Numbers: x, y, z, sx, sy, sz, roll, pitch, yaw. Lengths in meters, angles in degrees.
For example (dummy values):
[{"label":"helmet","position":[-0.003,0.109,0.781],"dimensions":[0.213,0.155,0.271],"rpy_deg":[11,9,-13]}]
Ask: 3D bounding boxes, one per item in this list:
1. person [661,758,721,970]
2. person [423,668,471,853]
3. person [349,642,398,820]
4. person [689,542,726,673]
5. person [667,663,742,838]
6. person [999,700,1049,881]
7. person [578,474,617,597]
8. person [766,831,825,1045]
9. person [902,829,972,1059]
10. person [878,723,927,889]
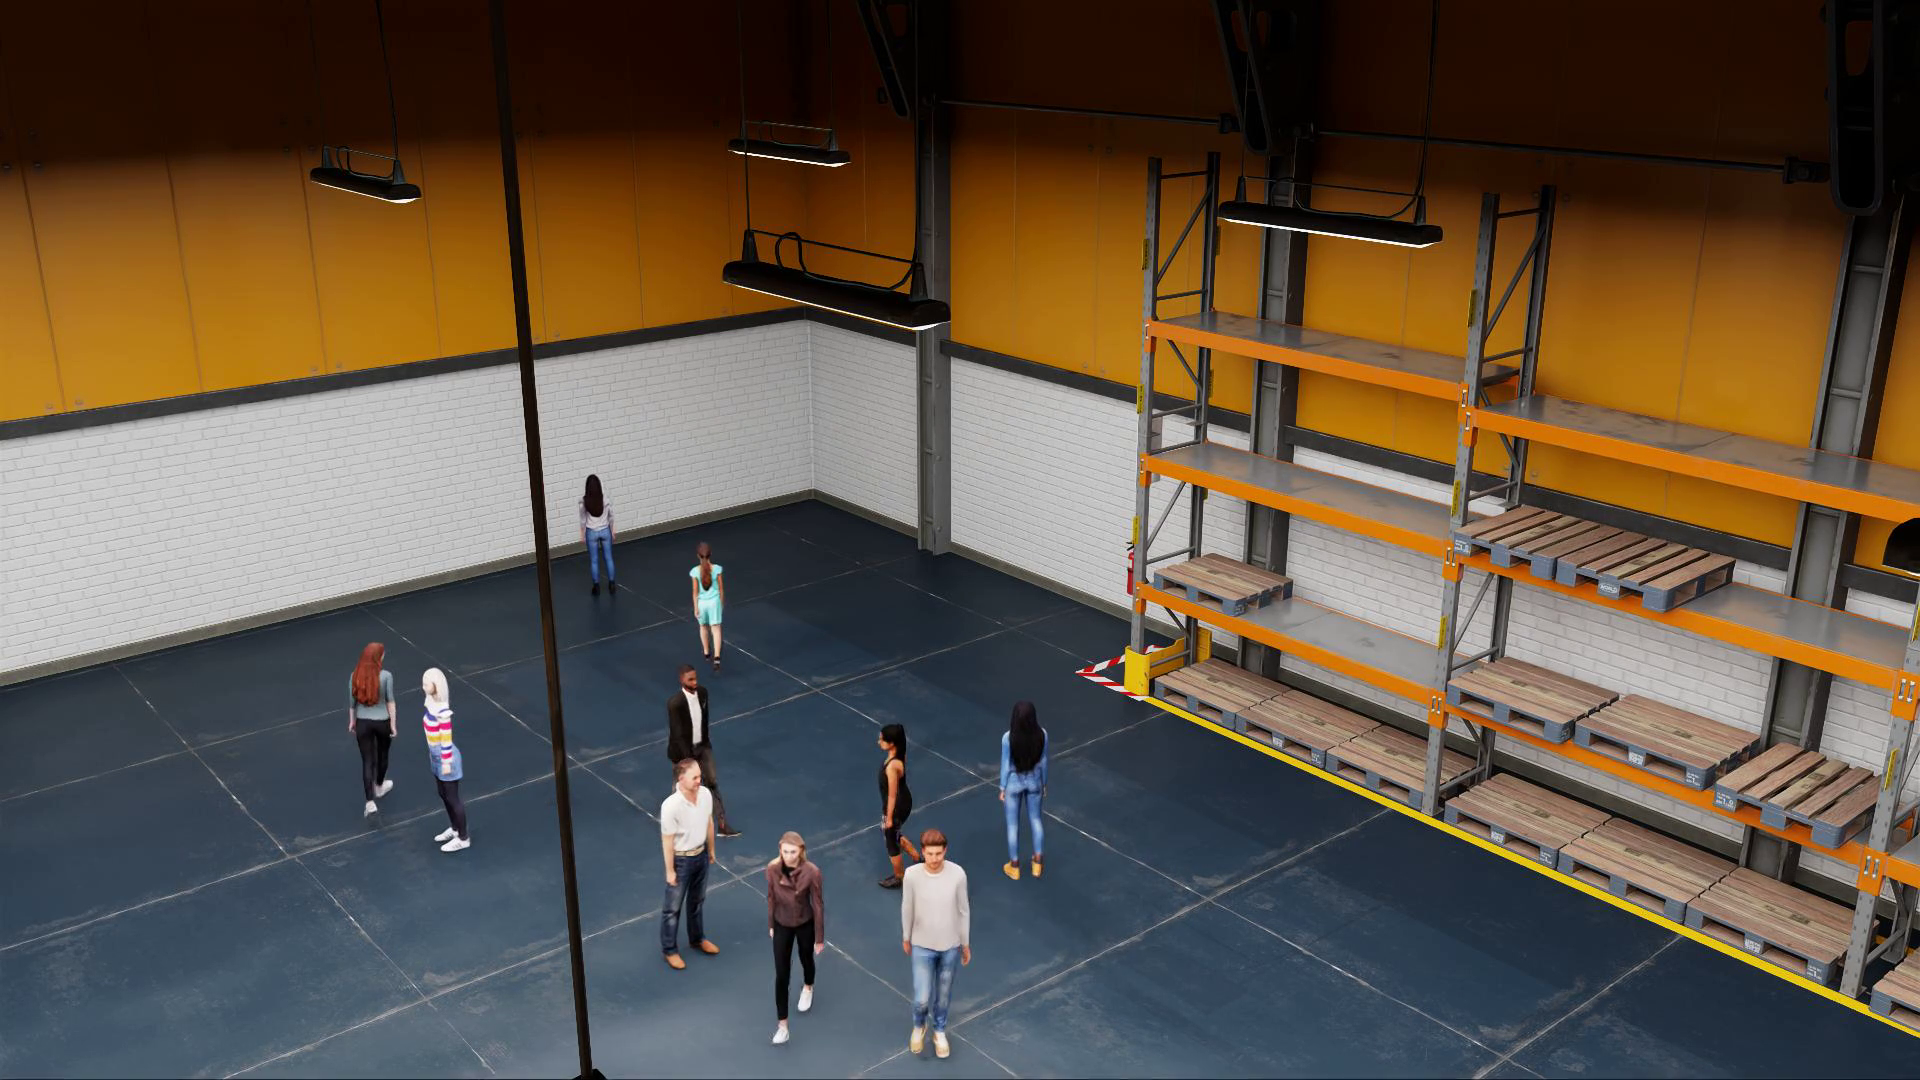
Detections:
[{"label":"person","position":[-2.256,2.607,13.638],"dimensions":[0.677,1.843,0.631],"rpy_deg":[-17,25,-42]},{"label":"person","position":[-4.769,2.020,15.436],"dimensions":[0.717,1.807,0.471],"rpy_deg":[-13,22,-33]},{"label":"person","position":[-5.675,1.858,16.087],"dimensions":[1.039,1.700,1.217],"rpy_deg":[-3,19,-10]},{"label":"person","position":[-2.933,0.792,19.513],"dimensions":[0.879,1.533,1.095],"rpy_deg":[-3,19,-10]},{"label":"person","position":[-2.610,1.971,15.647],"dimensions":[1.073,1.767,0.766],"rpy_deg":[15,24,37]},{"label":"person","position":[0.574,2.233,14.954],"dimensions":[0.679,1.712,0.656],"rpy_deg":[-5,19,-16]},{"label":"person","position":[-4.770,-0.076,21.937],"dimensions":[0.662,1.631,0.614],"rpy_deg":[-8,20,-22]},{"label":"person","position":[-1.246,2.968,12.858],"dimensions":[1.081,1.656,1.130],"rpy_deg":[2,19,6]},{"label":"person","position":[-0.185,2.973,12.478],"dimensions":[0.762,1.890,0.782],"rpy_deg":[-3,19,-8]},{"label":"person","position":[-0.488,2.356,14.678],"dimensions":[0.858,1.655,0.800],"rpy_deg":[2,19,6]}]
